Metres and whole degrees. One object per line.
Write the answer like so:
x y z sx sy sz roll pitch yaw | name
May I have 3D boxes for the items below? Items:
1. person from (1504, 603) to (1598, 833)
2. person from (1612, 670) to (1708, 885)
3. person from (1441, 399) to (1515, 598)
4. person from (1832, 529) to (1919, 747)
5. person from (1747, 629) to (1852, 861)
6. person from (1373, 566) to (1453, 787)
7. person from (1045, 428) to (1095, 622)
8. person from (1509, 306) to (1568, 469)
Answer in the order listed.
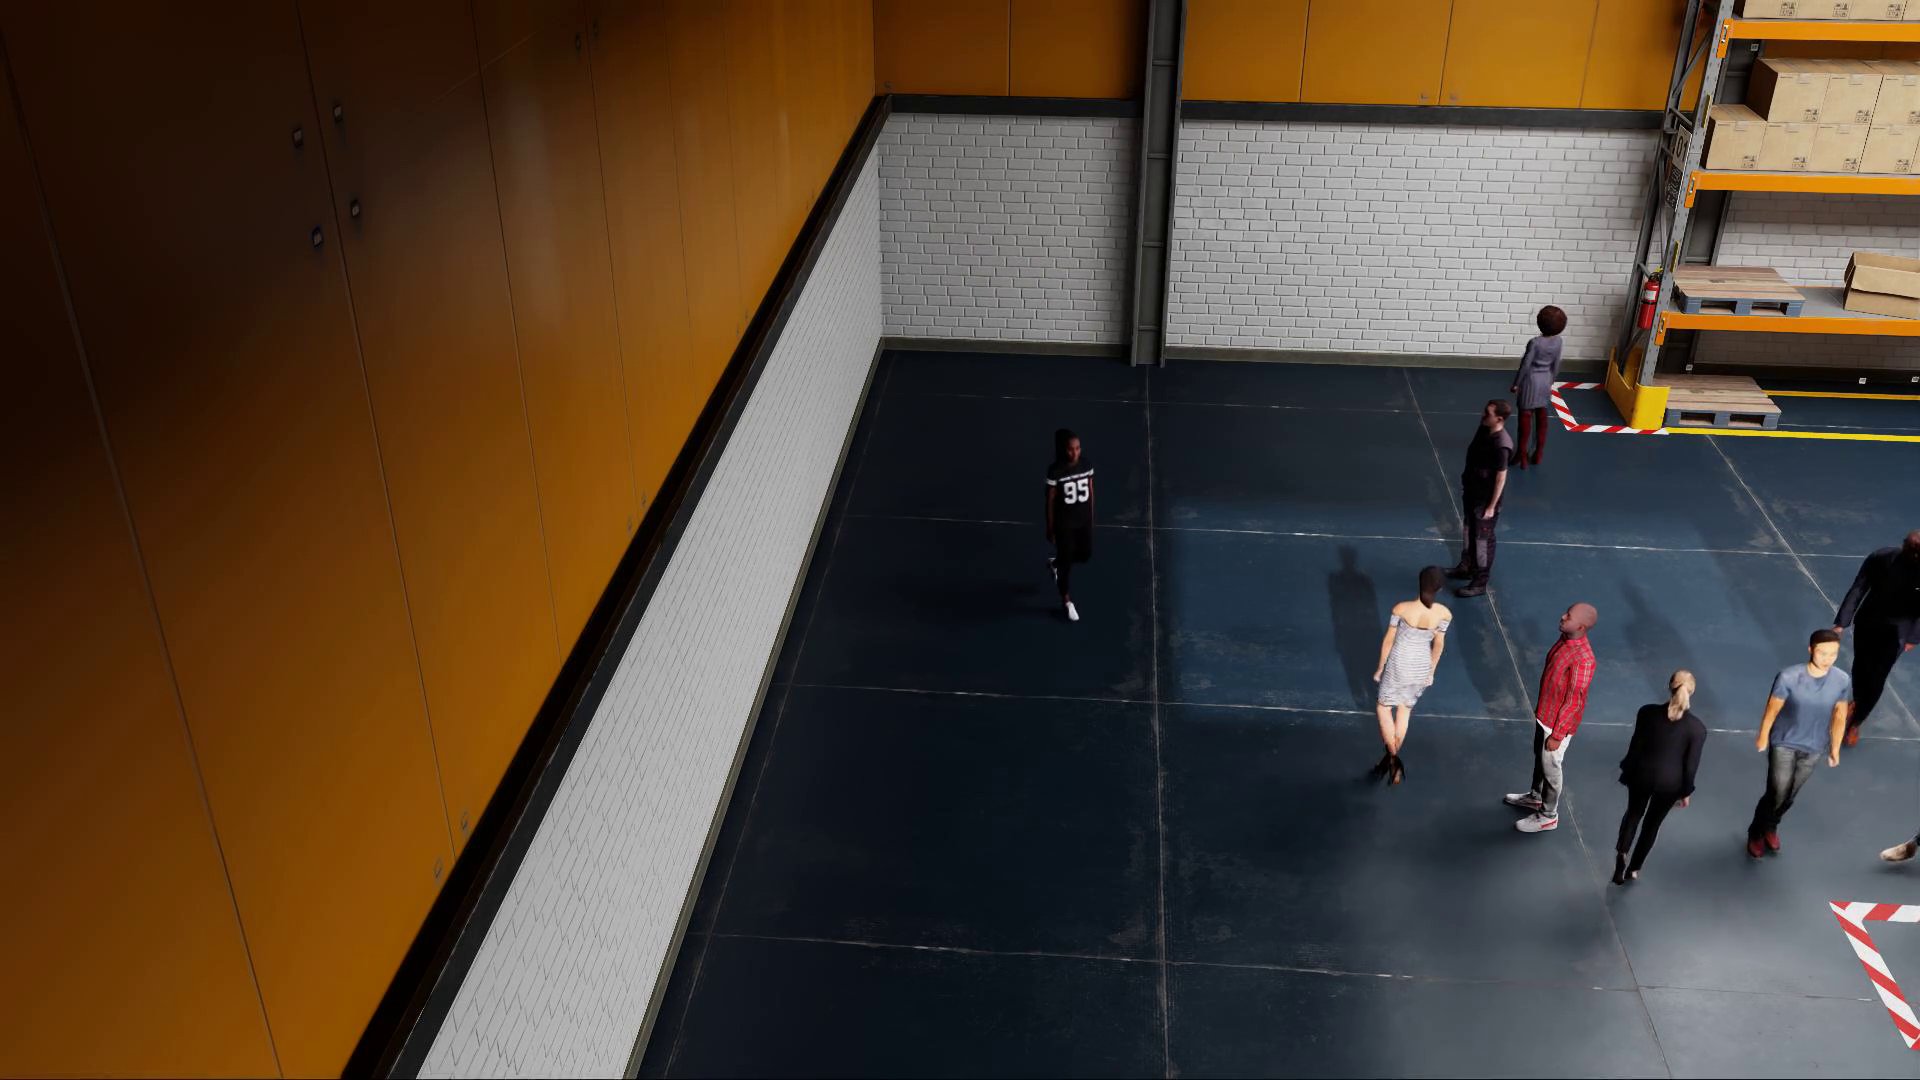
4.214 1.218 11.707 0.556 1.820 0.648 2 29 4 | person
4.587 1.662 11.037 0.843 1.683 0.889 19 34 31 | person
4.610 -0.394 14.637 0.645 1.845 0.747 -2 29 -4 | person
7.128 0.653 12.782 1.085 1.784 1.032 -21 35 -33 | person
5.755 1.347 11.495 0.587 1.797 0.725 0 29 1 | person
3.257 1.049 12.037 0.726 1.801 0.719 -1 29 -1 | person
0.913 -0.179 14.375 0.924 1.718 0.929 -14 31 -23 | person
5.843 -1.544 16.888 0.579 1.708 0.745 -13 31 -22 | person
